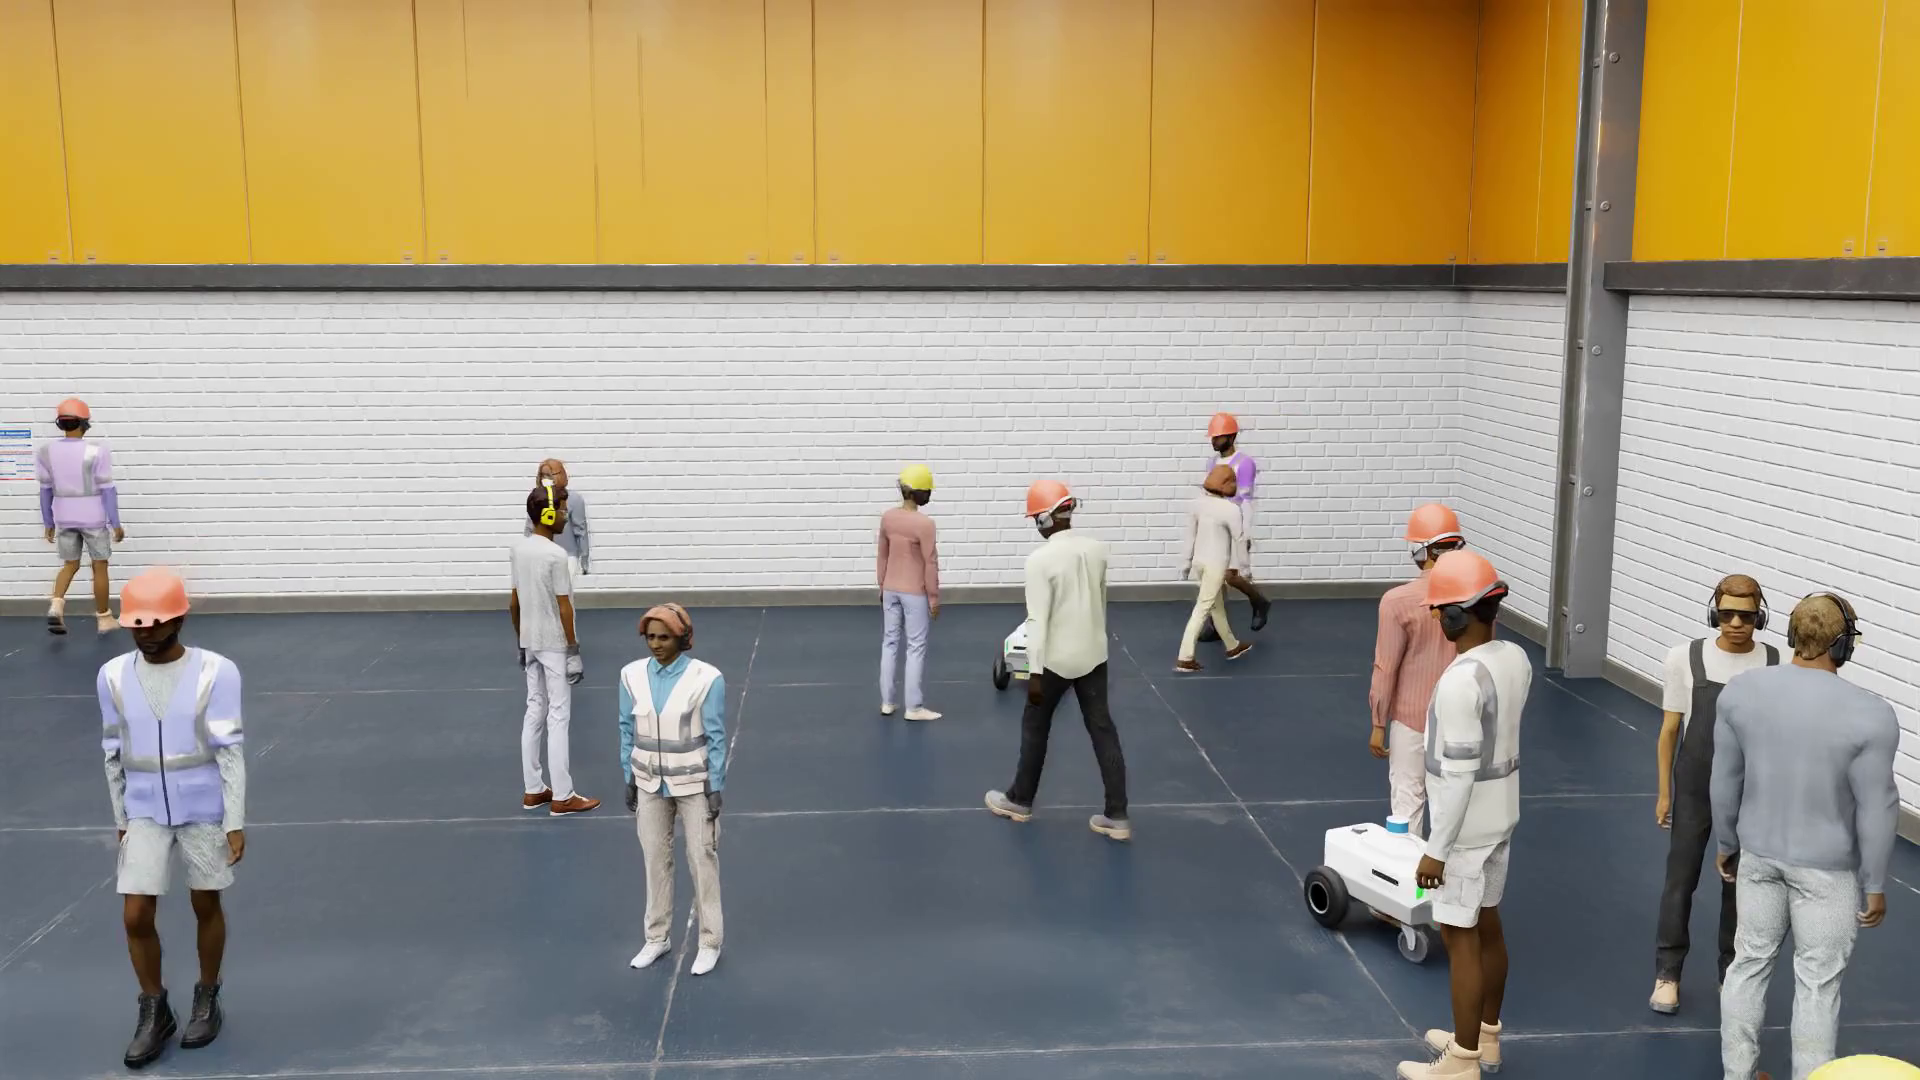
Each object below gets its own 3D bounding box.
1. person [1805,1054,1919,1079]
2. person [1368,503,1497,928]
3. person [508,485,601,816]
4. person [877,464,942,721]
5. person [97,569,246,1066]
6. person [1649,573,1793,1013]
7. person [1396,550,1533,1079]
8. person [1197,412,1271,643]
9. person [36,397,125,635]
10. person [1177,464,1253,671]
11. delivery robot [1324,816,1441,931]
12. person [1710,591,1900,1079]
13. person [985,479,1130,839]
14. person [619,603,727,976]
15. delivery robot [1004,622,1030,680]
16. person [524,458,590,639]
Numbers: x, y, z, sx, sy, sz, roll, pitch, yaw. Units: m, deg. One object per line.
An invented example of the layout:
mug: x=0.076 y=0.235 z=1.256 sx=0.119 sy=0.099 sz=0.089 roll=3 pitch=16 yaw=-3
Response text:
person: x=1.248 y=1.674 z=2.753 sx=0.929 sy=1.880 sz=0.630 roll=7 pitch=12 yaw=39
person: x=2.187 y=0.818 z=7.758 sx=0.614 sy=1.987 sz=0.407 roll=-2 pitch=9 yaw=-15
person: x=-2.317 y=0.619 z=9.392 sx=0.518 sy=1.865 sz=0.330 roll=7 pitch=12 yaw=38
person: x=-0.350 y=0.360 z=11.384 sx=0.579 sy=1.754 sz=0.345 roll=9 pitch=12 yaw=43
person: x=-3.029 y=1.065 z=6.404 sx=0.560 sy=1.915 sz=0.614 roll=-1 pitch=9 yaw=-9
person: x=3.115 y=1.041 z=6.789 sx=0.505 sy=1.846 sz=0.347 roll=3 pitch=10 yaw=18
person: x=1.856 y=1.047 z=6.169 sx=0.392 sy=2.034 sz=0.605 roll=7 pitch=11 yaw=37
person: x=2.262 y=-0.106 z=13.762 sx=0.601 sy=1.917 sz=0.562 roll=-6 pitch=11 yaw=-33
person: x=-7.333 y=-0.180 z=13.877 sx=0.629 sy=2.027 sz=0.703 roll=0 pitch=9 yaw=2
person: x=1.998 y=0.209 z=12.833 sx=0.861 sy=1.582 sz=0.511 roll=-5 pitch=11 yaw=-31
delivery robot: x=1.995 y=1.507 z=7.610 sx=0.477 sy=0.478 sz=0.707 roll=-4 pitch=10 yaw=-26
person: x=2.969 y=1.137 z=5.894 sx=0.356 sy=1.938 sz=0.633 roll=-7 pitch=11 yaw=-36
person: x=0.537 y=0.634 z=9.060 sx=0.725 sy=1.923 sz=0.983 roll=-9 pitch=12 yaw=-43
person: x=-1.244 y=1.076 z=7.248 sx=0.504 sy=1.631 sz=0.311 roll=3 pitch=10 yaw=18
delivery robot: x=0.571 y=0.758 z=12.312 sx=0.477 sy=0.478 sz=0.707 roll=3 pitch=9 yaw=16
person: x=-3.182 y=0.169 z=12.995 sx=0.503 sy=1.609 sz=0.716 roll=4 pitch=10 yaw=22
